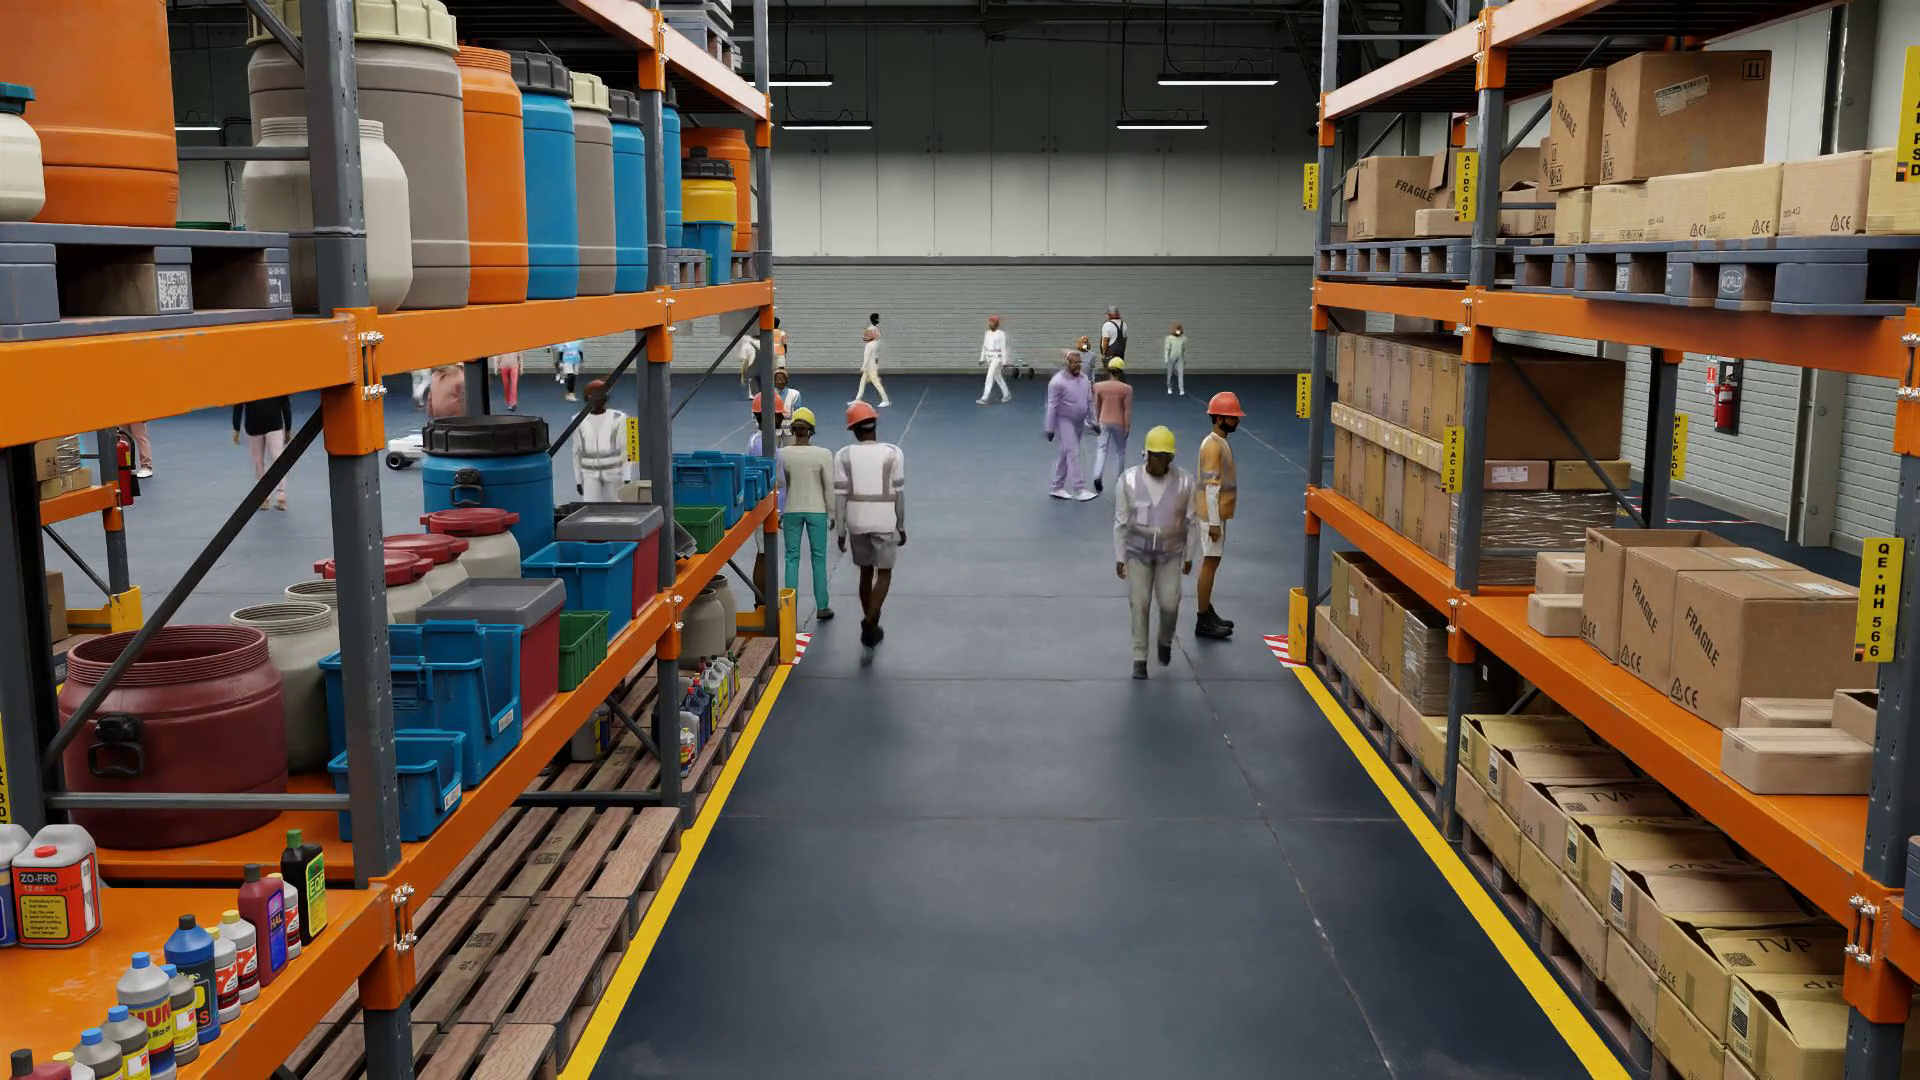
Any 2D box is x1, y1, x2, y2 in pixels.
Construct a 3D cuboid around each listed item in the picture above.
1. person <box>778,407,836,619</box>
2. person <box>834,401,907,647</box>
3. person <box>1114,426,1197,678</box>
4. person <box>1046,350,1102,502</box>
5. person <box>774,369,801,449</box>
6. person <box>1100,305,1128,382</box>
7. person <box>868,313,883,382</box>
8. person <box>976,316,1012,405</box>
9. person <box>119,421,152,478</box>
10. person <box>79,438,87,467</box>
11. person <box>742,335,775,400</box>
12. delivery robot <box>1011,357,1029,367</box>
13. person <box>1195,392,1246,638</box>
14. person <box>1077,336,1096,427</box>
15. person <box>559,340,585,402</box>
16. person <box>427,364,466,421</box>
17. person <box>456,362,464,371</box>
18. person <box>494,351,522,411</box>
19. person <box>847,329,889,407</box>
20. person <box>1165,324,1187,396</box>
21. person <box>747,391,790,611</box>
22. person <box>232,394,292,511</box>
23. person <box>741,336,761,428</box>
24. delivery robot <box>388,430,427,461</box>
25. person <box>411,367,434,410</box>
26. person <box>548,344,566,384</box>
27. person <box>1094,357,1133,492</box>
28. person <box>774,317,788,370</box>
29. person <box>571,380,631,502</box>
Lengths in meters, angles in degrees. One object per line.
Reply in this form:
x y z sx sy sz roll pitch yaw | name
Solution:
-1.283 -0.217 13.779 0.523 1.765 0.316 1 10 5 | person
-0.700 -0.105 12.734 0.551 1.894 0.724 1 10 7 | person
1.382 0.087 11.815 0.585 1.818 0.435 1 10 7 | person
1.458 -1.407 20.614 0.934 1.862 0.642 9 13 42 | person
-2.221 -1.311 20.721 0.517 1.635 0.313 -2 10 -13 | person
3.279 -4.044 35.995 0.688 2.000 0.536 -8 12 -39 | person
-2.128 -4.780 41.310 0.323 1.699 0.535 3 10 17 | person
0.756 -3.779 34.917 1.009 1.842 0.572 -6 11 -34 | person
-11.439 -1.800 22.874 0.635 1.899 0.399 4 10 22 | person
-12.291 -1.702 22.590 0.959 1.787 0.624 4 10 21 | person
-4.339 -3.995 36.129 0.644 1.860 0.977 6 11 33 | person
1.538 -4.531 42.298 0.335 0.223 0.699 4 10 23 | delivery robot
2.065 -0.210 13.214 0.375 1.935 0.550 2 10 13 | person
2.208 -2.853 29.953 0.500 1.633 0.284 -3 10 -20 | person
-8.156 -3.742 35.128 0.767 1.665 0.547 9 13 43 | person
-6.540 -1.546 21.441 0.654 1.871 0.937 5 11 30 | person
-10.940 -4.130 36.780 0.546 1.914 0.722 -3 10 -19 | person
-9.027 -3.443 33.242 0.544 1.719 0.922 -2 10 -12 | person
-1.856 -3.515 34.064 0.871 1.587 0.504 -1 10 -6 | person
4.835 -4.041 37.216 0.521 1.587 0.864 -2 10 -9 | person
-1.535 -0.239 13.383 0.355 1.939 0.544 -2 10 -10 | person
-8.269 -1.298 19.705 0.641 1.947 0.989 -3 10 -16 | person
-3.702 -2.957 30.070 0.537 1.797 0.932 -4 10 -24 | person
-7.842 -1.340 23.959 0.707 0.478 0.477 0 10 -1 | delivery robot
-10.847 -3.550 33.236 0.646 1.925 0.619 1 10 7 | person
-9.817 -4.805 40.839 0.591 1.905 0.778 -2 10 -9 | person
1.972 -1.511 21.599 0.521 1.739 0.823 3 10 18 | person
-4.211 -4.243 38.089 0.534 1.697 0.318 -2 10 -9 | person
-3.430 -0.613 15.940 0.589 1.834 0.986 0 9 0 | person
